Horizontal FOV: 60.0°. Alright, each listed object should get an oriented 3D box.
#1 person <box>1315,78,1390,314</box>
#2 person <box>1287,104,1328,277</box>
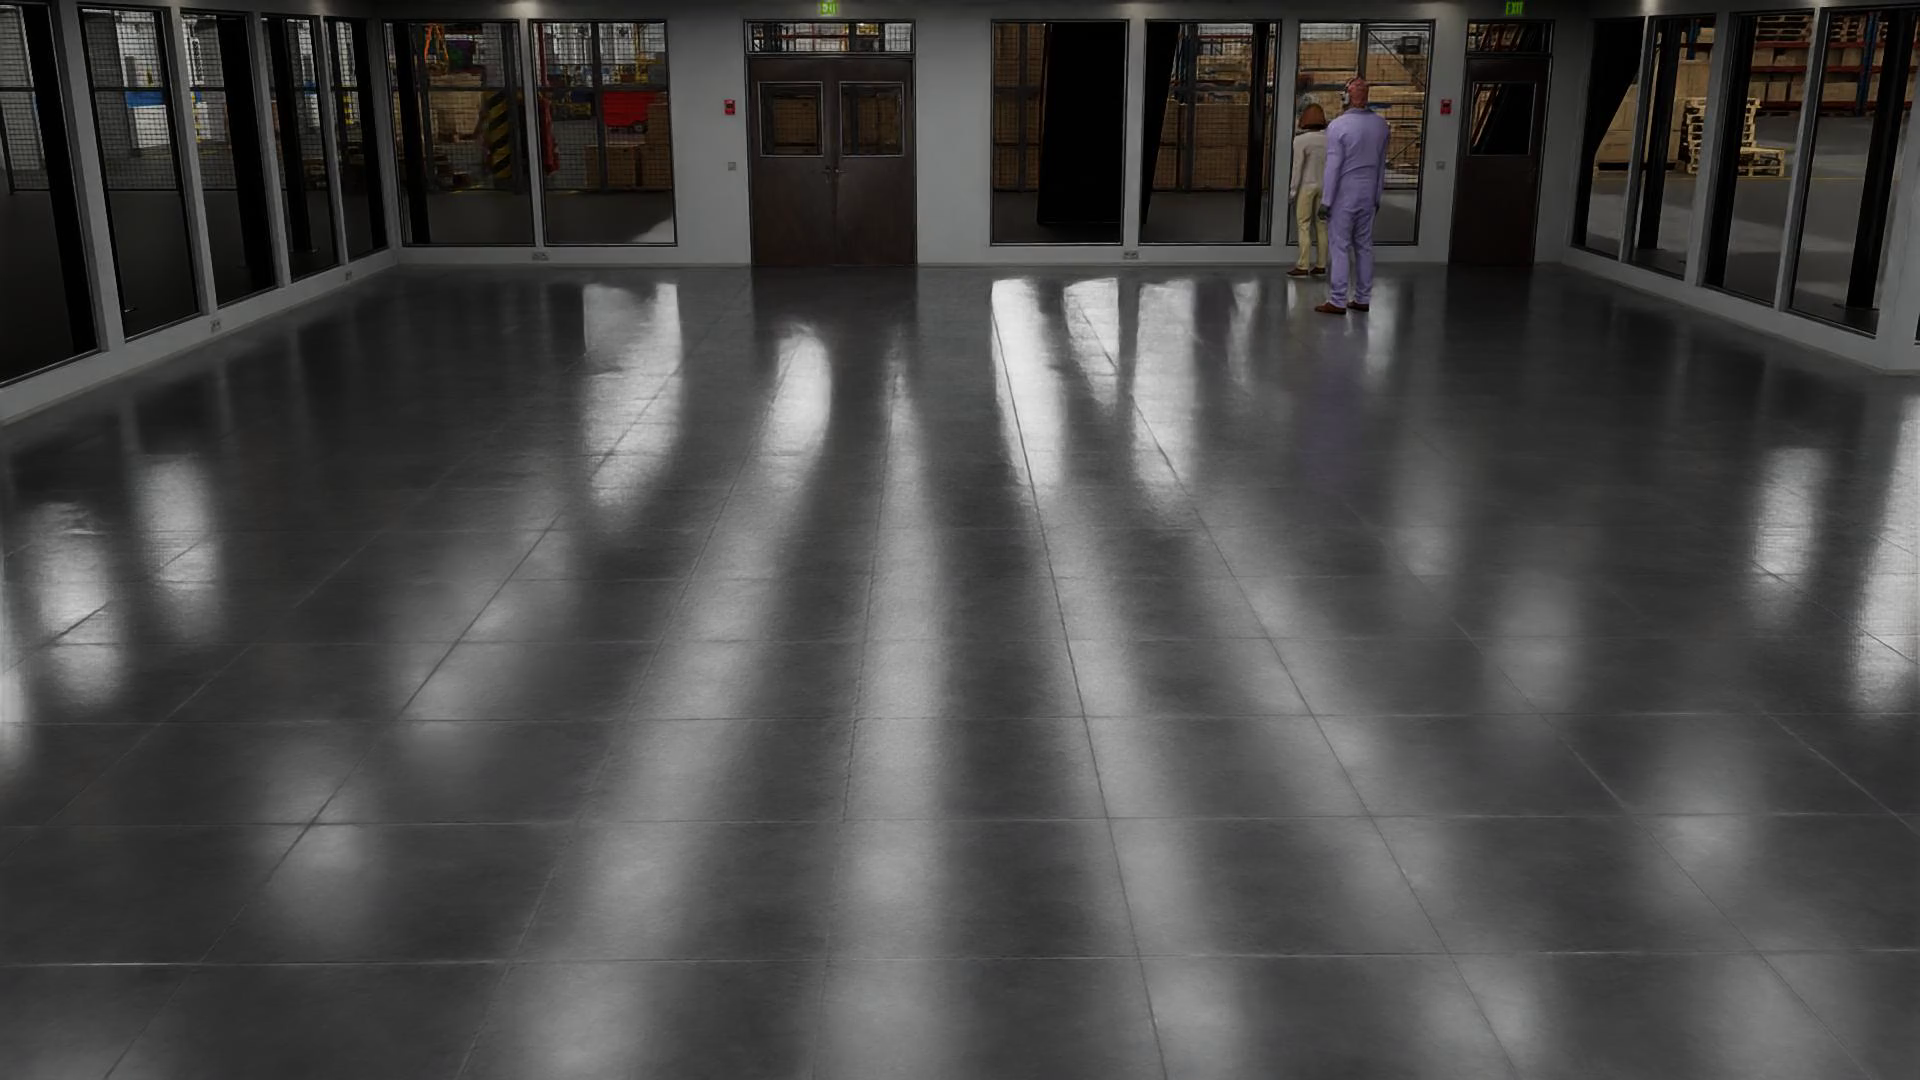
[{"bbox_3d":[3.205,-2.825,13.716,0.652,1.906,0.402,-10,19,-30],"label":"person"},{"bbox_3d":[3.365,-3.346,15.963,0.506,1.632,0.268,-9,19,-28],"label":"person"}]
